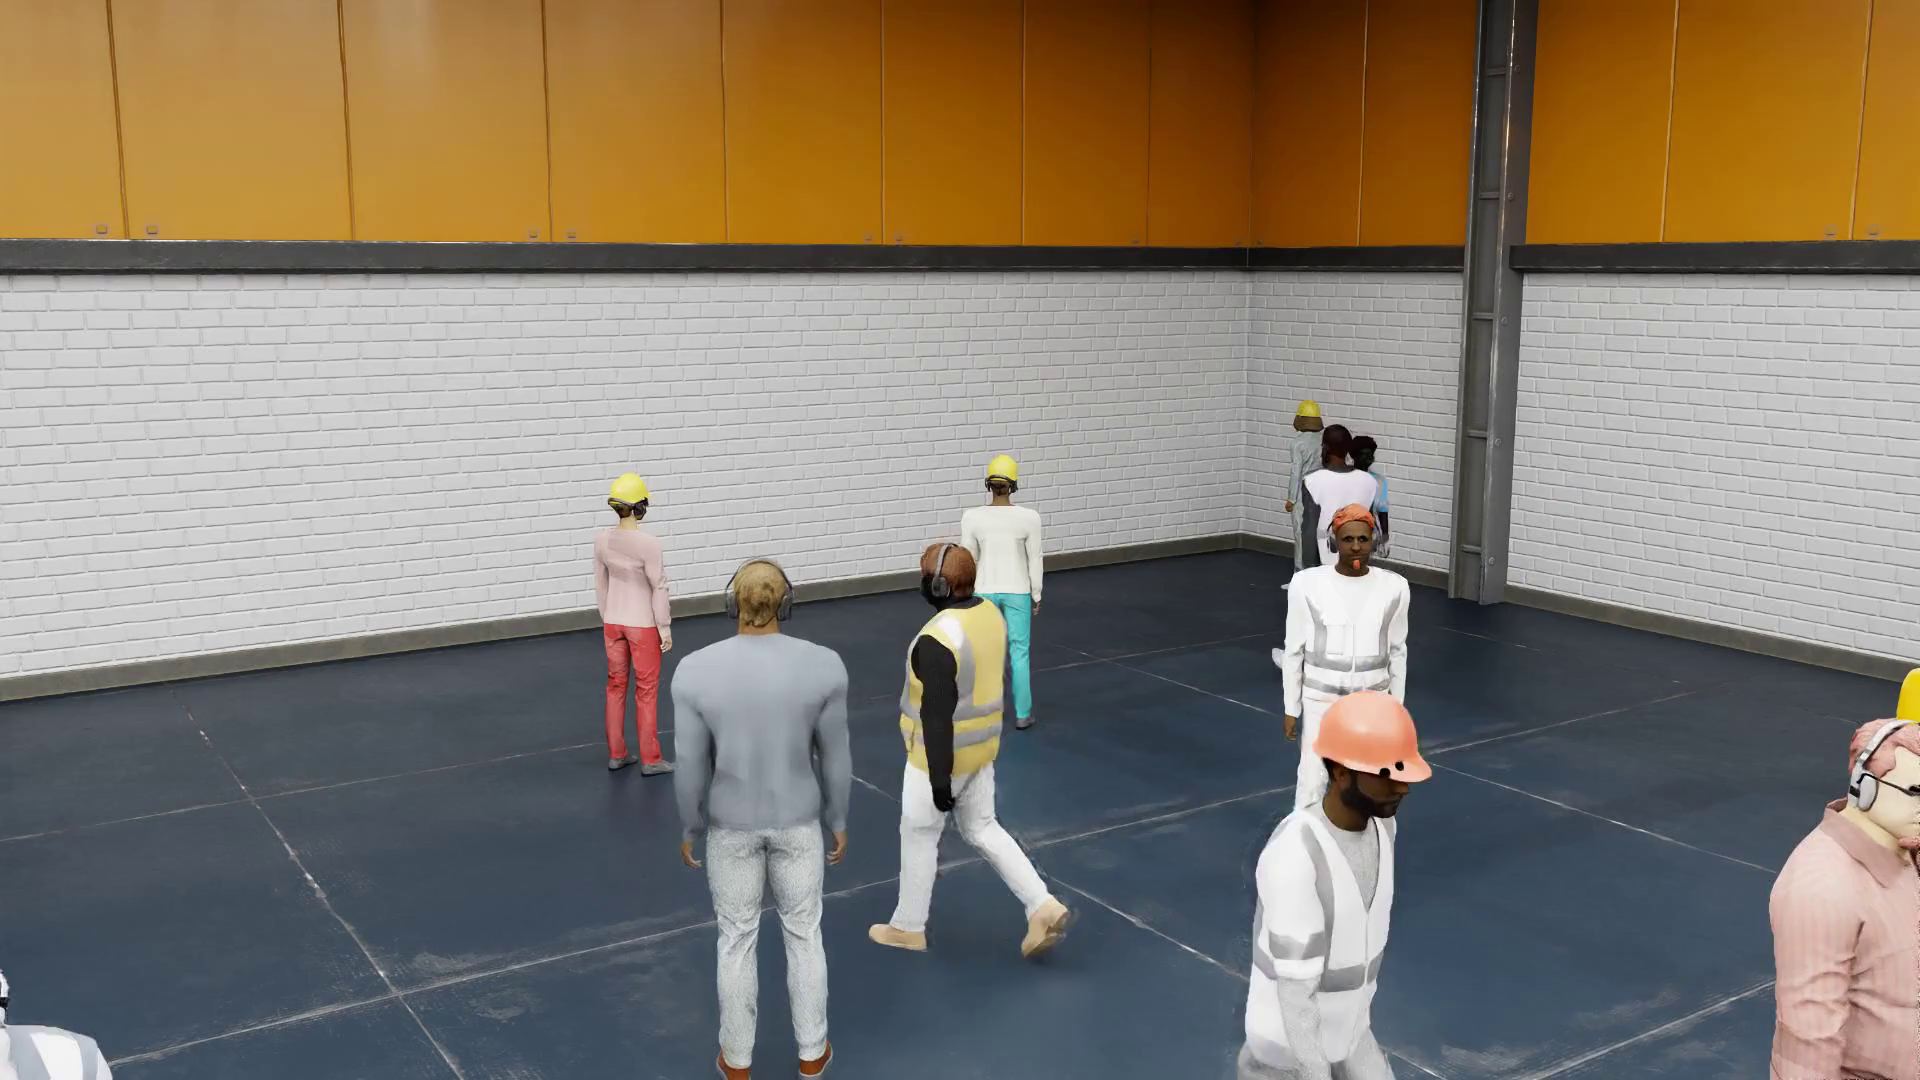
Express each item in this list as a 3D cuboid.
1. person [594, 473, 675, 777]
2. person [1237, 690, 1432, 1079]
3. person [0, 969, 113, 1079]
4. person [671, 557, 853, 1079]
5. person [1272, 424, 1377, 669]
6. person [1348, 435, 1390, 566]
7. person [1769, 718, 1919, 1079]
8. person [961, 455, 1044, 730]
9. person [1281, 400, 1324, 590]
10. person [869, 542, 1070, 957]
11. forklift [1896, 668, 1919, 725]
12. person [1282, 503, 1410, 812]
[{"bbox_3d":[-1.888,0.493,9.657,0.525,1.772,0.301,6,11,31],"label":"person"},{"bbox_3d":[1.010,1.314,4.351,0.556,1.883,0.934,-8,12,-39],"label":"person"},{"bbox_3d":[-1.915,1.540,3.230,0.626,1.808,0.619,-9,13,-42],"label":"person"},{"bbox_3d":[-0.699,1.020,5.970,0.635,1.937,0.353,-2,10,-9],"label":"person"},{"bbox_3d":[2.548,0.134,11.494,0.620,1.867,1.005,-3,10,-19],"label":"person"},{"bbox_3d":[3.101,0.000,12.979,0.540,1.633,0.909,-3,10,-17],"label":"person"},{"bbox_3d":[2.192,1.358,4.042,0.645,1.903,0.400,-9,13,-43],"label":"person"},{"bbox_3d":[0.268,0.339,10.590,0.525,1.769,0.310,1,9,5],"label":"person"},{"bbox_3d":[3.149,-0.403,15.130,0.486,1.744,0.294,-7,12,-37],"label":"person"},{"bbox_3d":[0.027,0.904,7.060,0.846,1.820,0.627,6,11,30],"label":"person"},{"bbox_3d":[5.511,0.571,7.906,2.313,2.155,1.214,-6,11,-33],"label":"forklift"},{"bbox_3d":[1.768,0.768,7.653,0.573,1.883,0.353,0,9,1],"label":"person"}]
